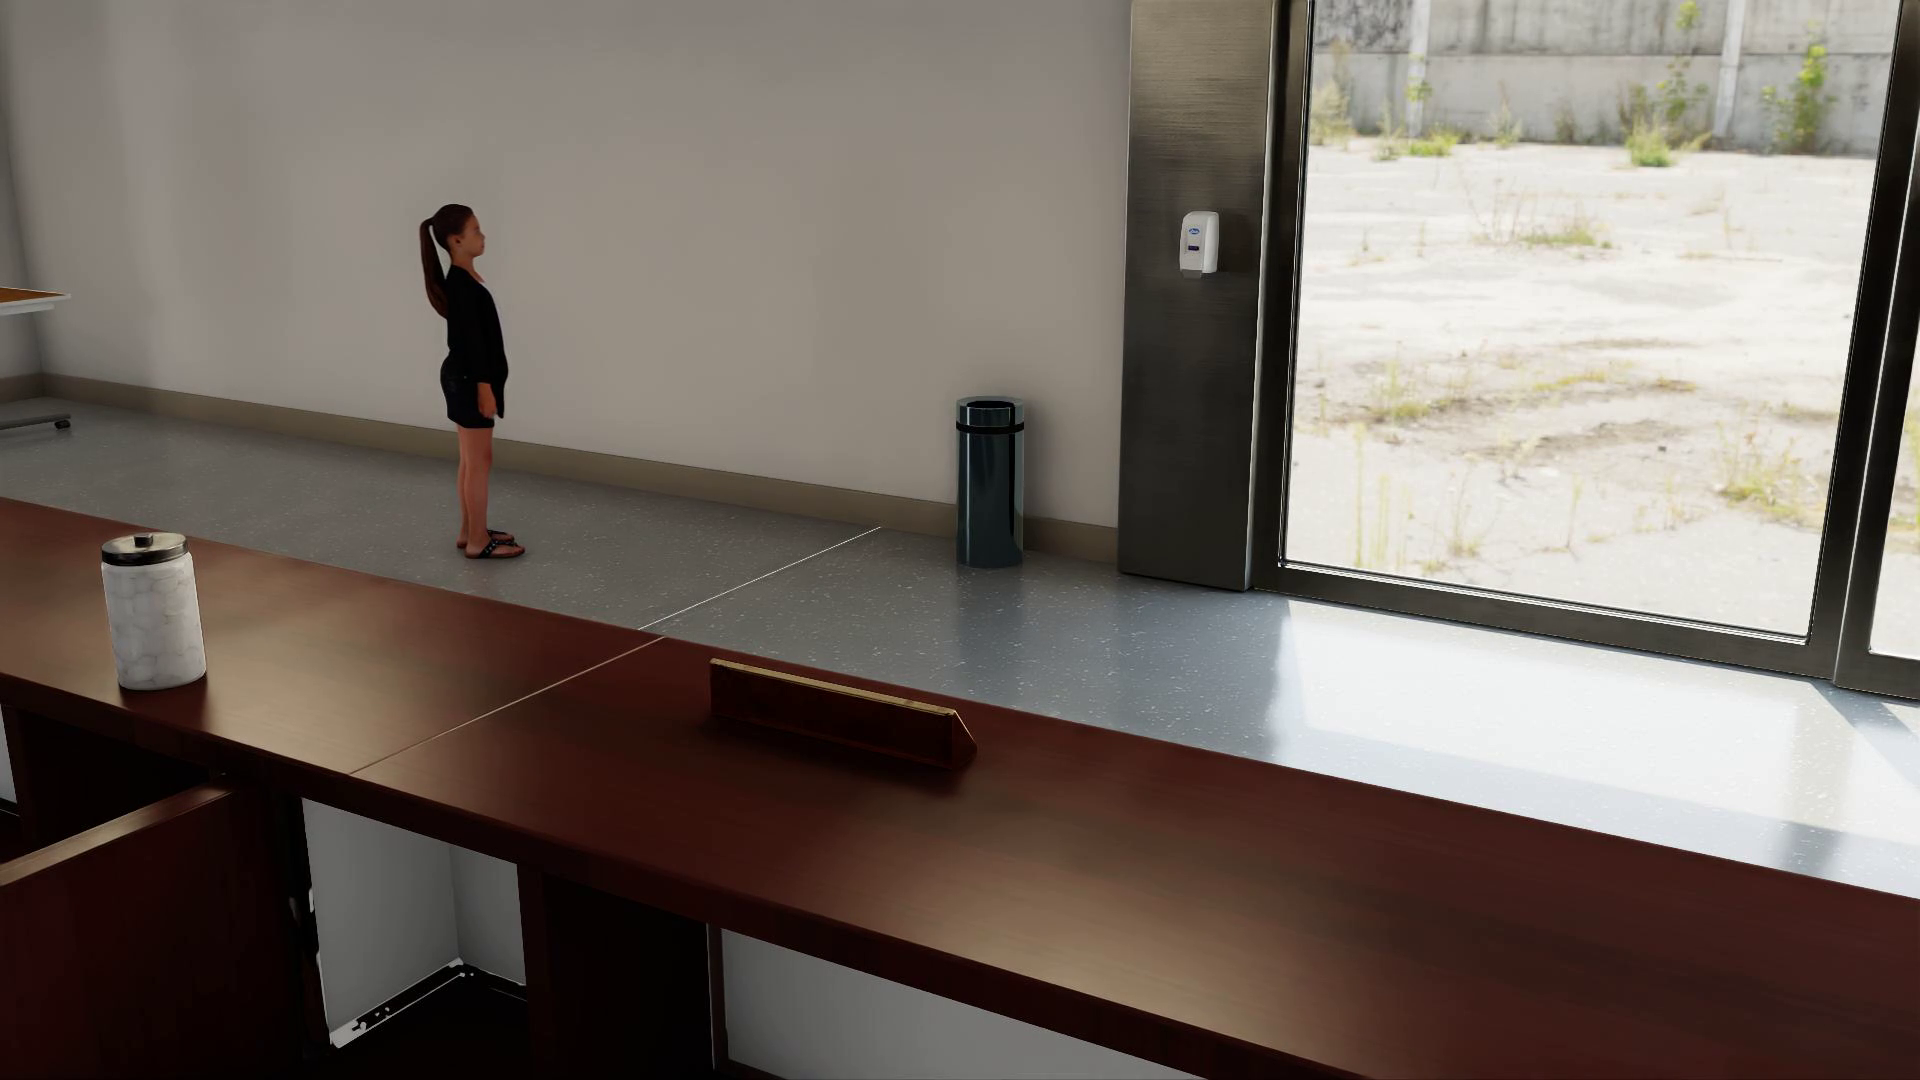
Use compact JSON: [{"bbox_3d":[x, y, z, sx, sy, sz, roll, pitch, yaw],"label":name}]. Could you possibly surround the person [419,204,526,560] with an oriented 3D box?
[{"bbox_3d":[-2.175,-0.706,7.388,0.692,1.555,0.643,-6,17,-21],"label":"person"}]
